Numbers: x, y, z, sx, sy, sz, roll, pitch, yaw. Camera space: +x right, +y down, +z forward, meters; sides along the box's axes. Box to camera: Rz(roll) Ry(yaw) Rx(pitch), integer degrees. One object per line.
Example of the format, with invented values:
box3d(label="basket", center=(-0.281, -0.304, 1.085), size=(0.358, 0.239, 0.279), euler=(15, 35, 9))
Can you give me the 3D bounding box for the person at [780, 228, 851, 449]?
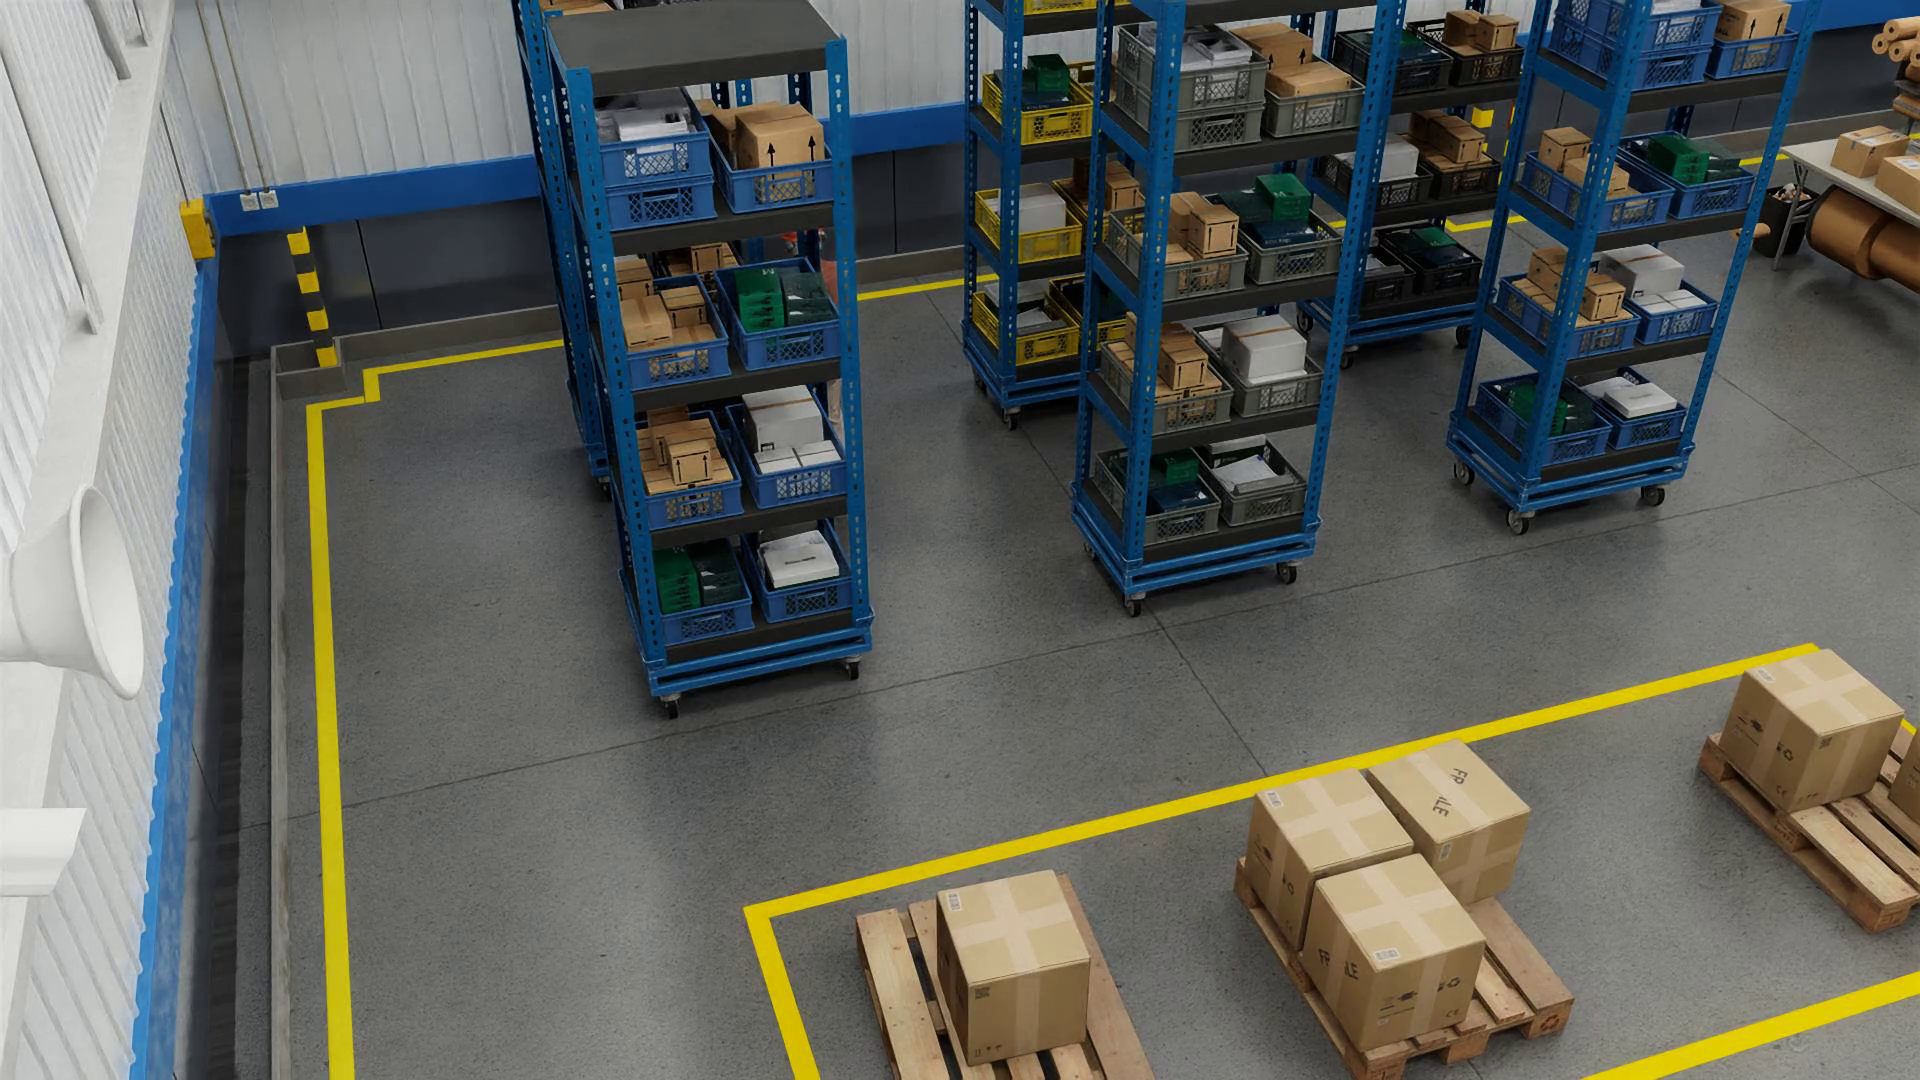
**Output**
box3d(label="person", center=(-0.901, -1.072, 10.085), size=(0.411, 1.980, 0.626), euler=(30, 45, 35))
